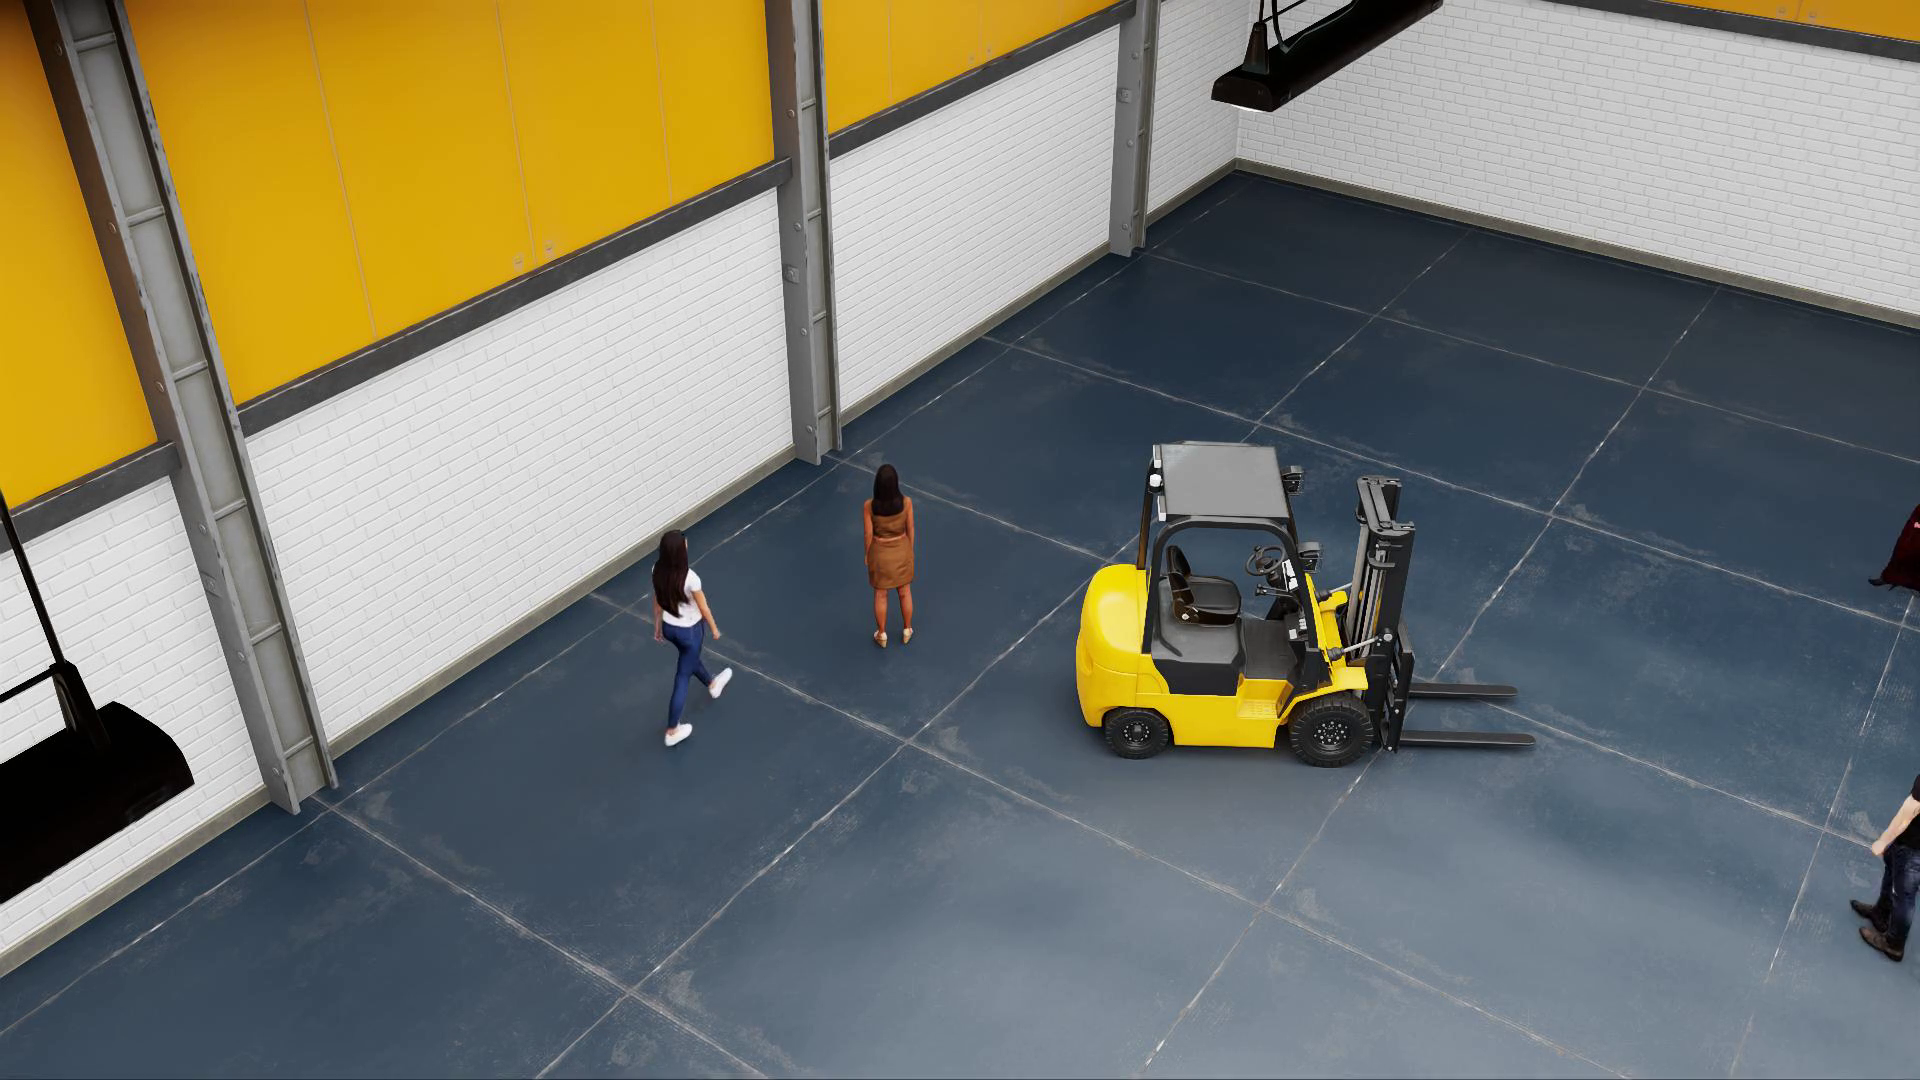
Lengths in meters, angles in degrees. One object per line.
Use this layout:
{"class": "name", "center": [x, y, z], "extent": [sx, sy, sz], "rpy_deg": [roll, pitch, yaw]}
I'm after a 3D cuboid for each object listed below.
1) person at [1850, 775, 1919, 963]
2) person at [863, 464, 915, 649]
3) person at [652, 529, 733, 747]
{"class": "person", "center": [6.125, 1.933, 10.445], "extent": [0.830, 1.886, 0.912], "rpy_deg": [-16, 37, -22]}
{"class": "person", "center": [-0.561, 0.129, 13.334], "extent": [0.629, 1.690, 0.697], "rpy_deg": [-7, 34, -11]}
{"class": "person", "center": [-2.110, 0.762, 12.349], "extent": [0.596, 1.728, 1.081], "rpy_deg": [22, 39, 29]}
